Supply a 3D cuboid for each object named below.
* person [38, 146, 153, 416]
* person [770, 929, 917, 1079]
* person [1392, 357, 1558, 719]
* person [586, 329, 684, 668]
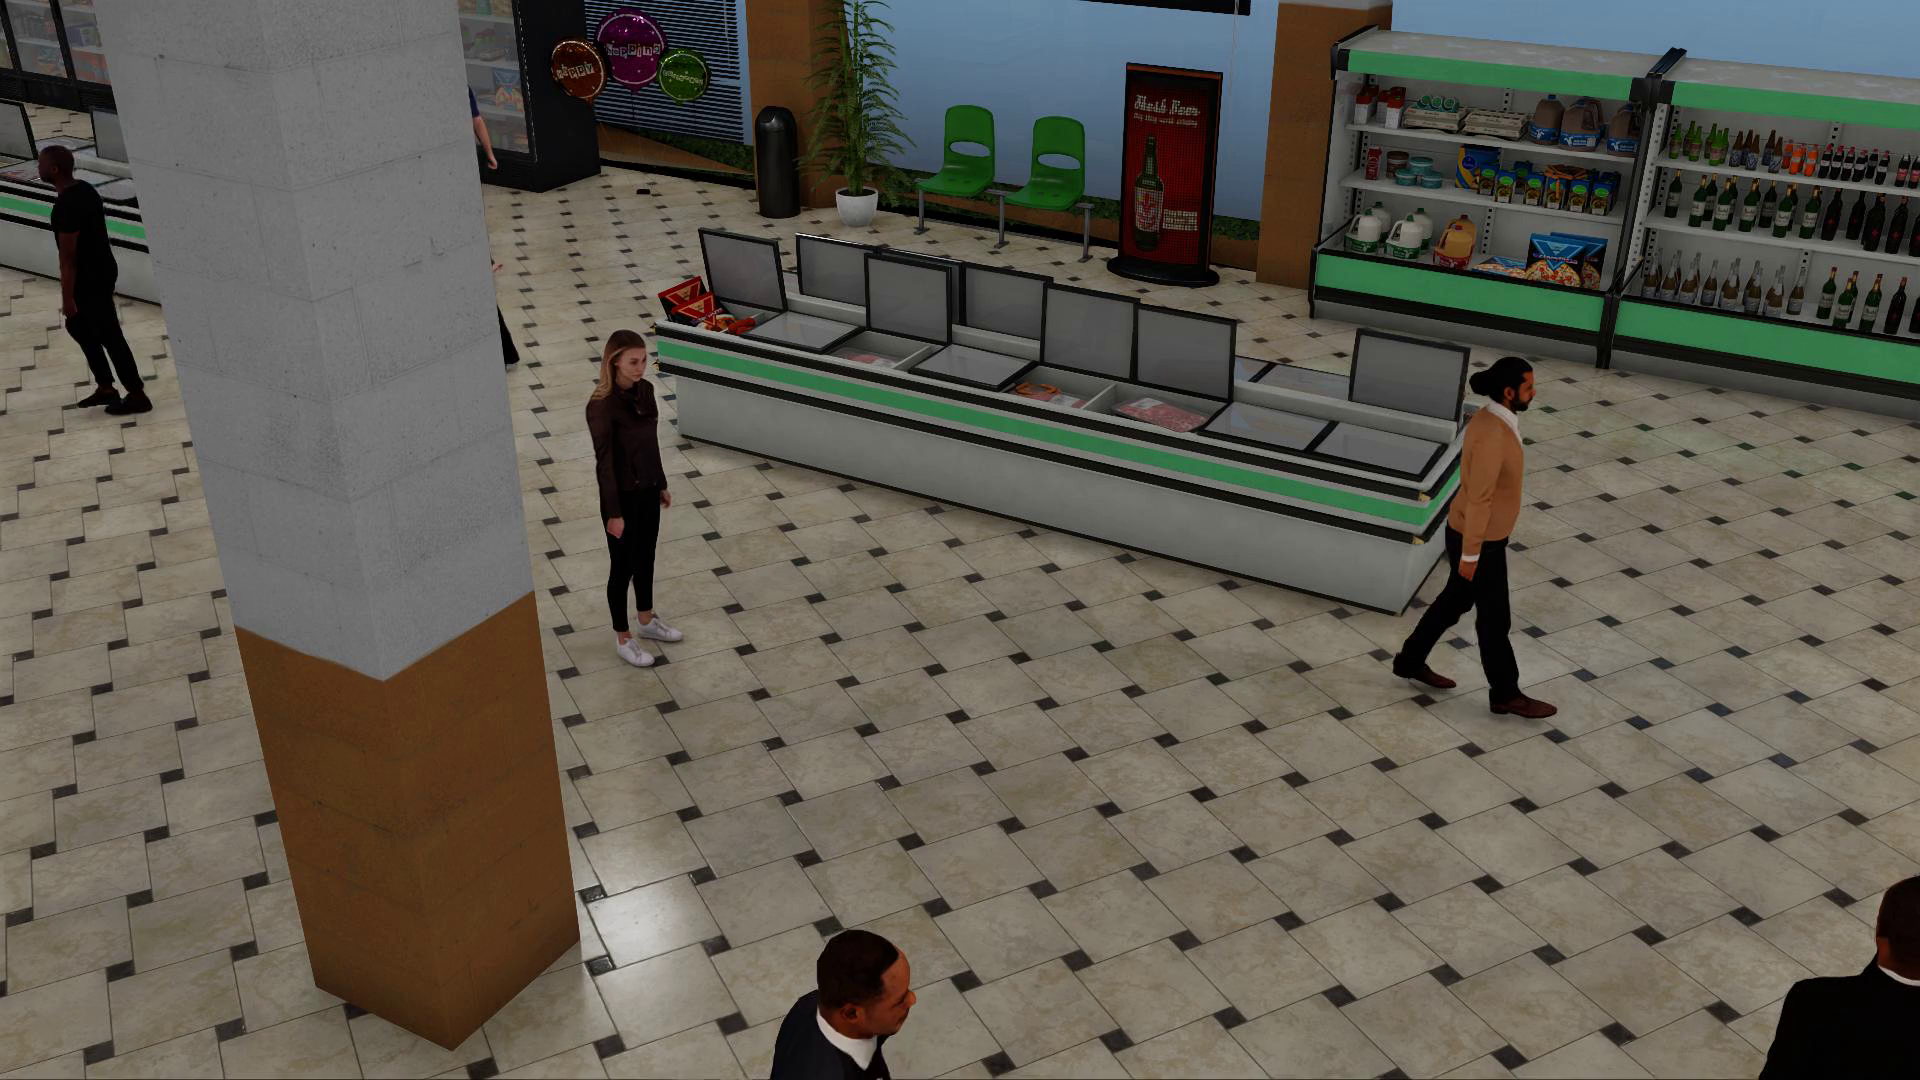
[{"bbox_3d":[-5.576,-1.676,10.865,0.907,1.809,0.847,-6,28,-12],"label":"person"},{"bbox_3d":[-0.430,1.750,4.114,1.408,1.805,1.213,-1,27,-2],"label":"person"},{"bbox_3d":[2.336,-0.018,7.686,1.065,1.729,0.813,8,28,16],"label":"person"},{"bbox_3d":[-1.608,-0.220,8.109,0.514,1.705,0.617,12,29,23],"label":"person"}]
